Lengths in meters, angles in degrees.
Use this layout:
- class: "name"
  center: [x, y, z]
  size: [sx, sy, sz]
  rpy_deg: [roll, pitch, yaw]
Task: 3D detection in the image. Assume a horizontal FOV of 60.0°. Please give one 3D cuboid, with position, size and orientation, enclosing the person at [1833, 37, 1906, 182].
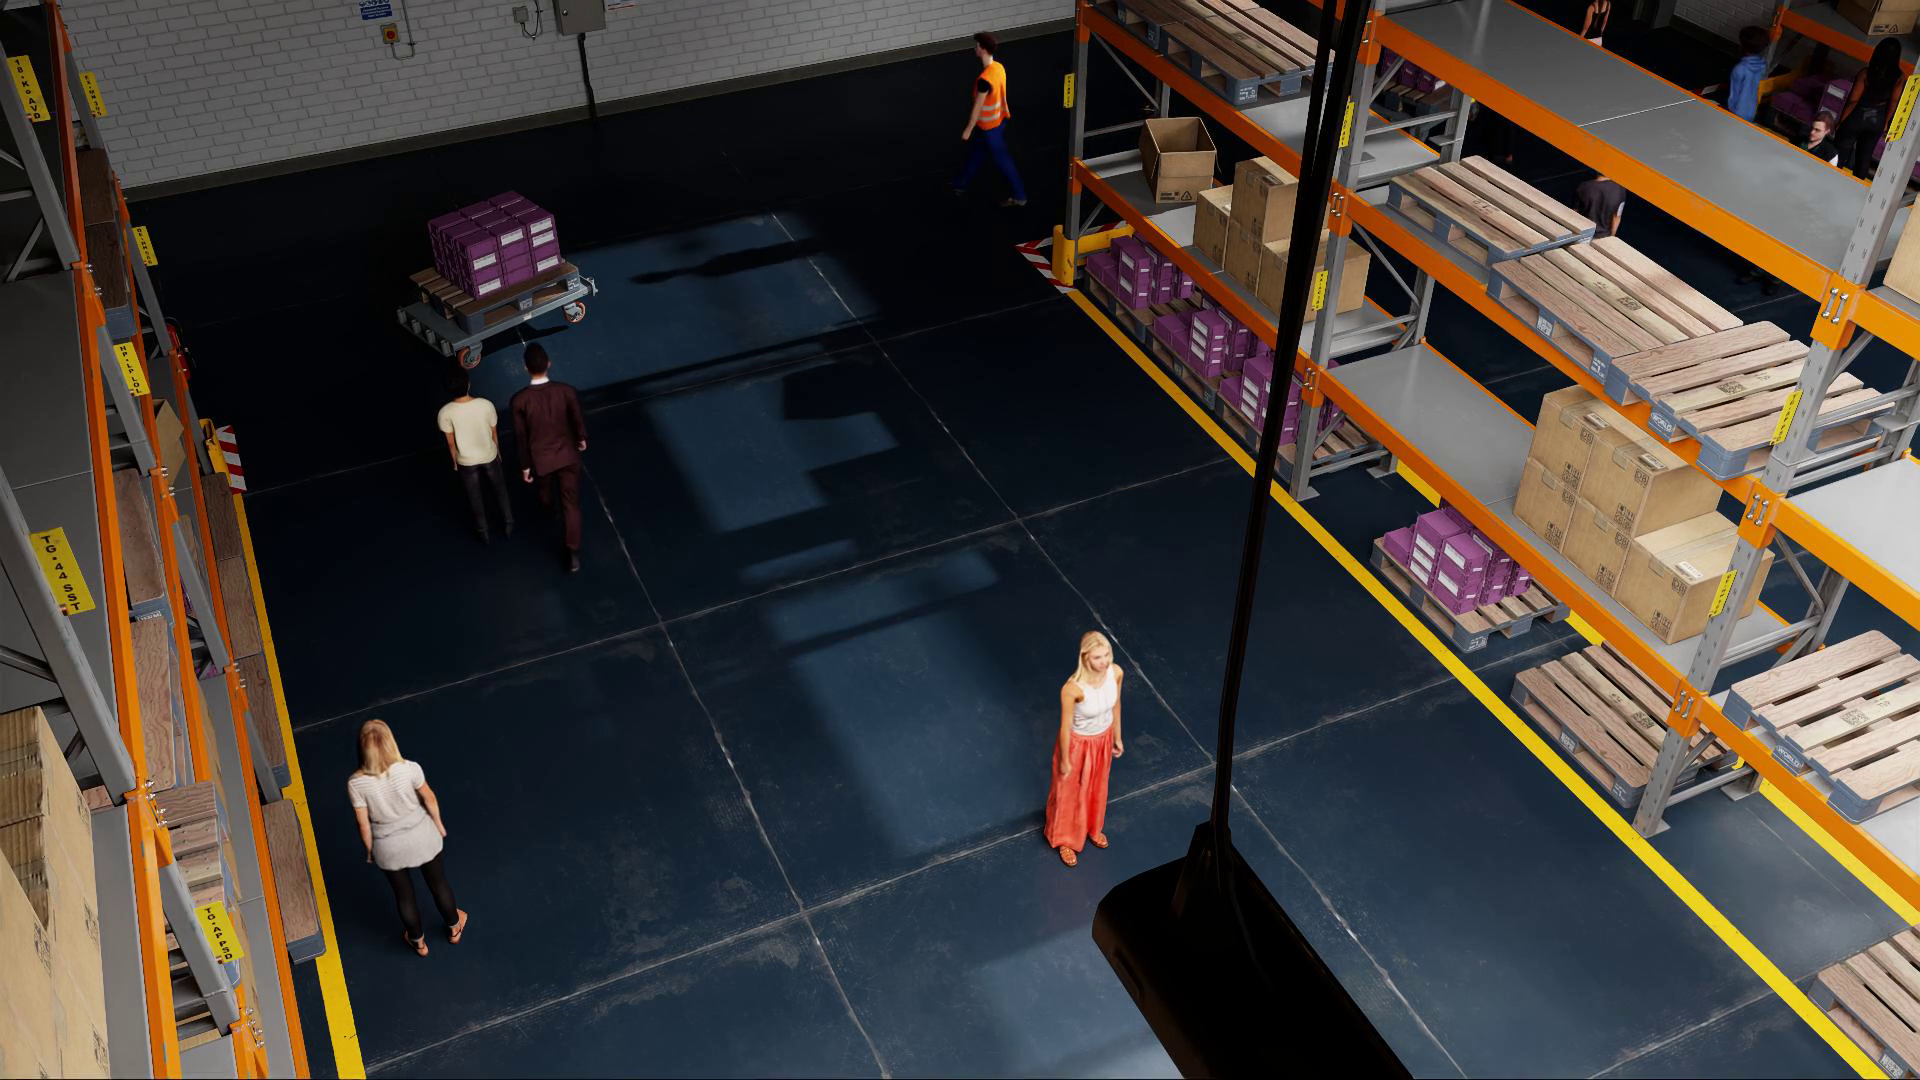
- class: "person"
  center: [9.370, -4.335, 17.255]
  size: [0.767, 1.816, 0.789]
  rpy_deg: [4, 39, 6]

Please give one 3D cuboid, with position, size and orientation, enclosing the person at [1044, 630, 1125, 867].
- class: "person"
  center: [0.777, 1.256, 10.266]
  size: [0.656, 1.802, 0.620]
  rpy_deg: [-22, 44, -25]

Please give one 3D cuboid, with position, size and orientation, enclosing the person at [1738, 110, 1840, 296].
- class: "person"
  center: [7.939, -3.231, 15.855]
  size: [0.765, 1.839, 0.625]
  rpy_deg: [-29, 47, -31]

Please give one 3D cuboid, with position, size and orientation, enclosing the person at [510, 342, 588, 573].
- class: "person"
  center: [-3.052, -0.575, 12.548]
  size: [0.779, 1.815, 1.196]
  rpy_deg: [-12, 40, -15]

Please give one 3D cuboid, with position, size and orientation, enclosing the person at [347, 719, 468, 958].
- class: "person"
  center: [-3.219, 1.739, 9.642]
  size: [0.608, 1.826, 0.506]
  rpy_deg: [-16, 41, -19]

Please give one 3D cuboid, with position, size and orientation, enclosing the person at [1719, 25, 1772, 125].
- class: "person"
  center: [8.215, -4.459, 17.446]
  size: [0.692, 1.773, 1.143]
  rpy_deg: [-15, 41, -18]

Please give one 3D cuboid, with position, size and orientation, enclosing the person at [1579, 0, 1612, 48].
- class: "person"
  center: [7.261, -5.716, 19.187]
  size: [0.528, 1.565, 0.501]
  rpy_deg: [-17, 42, -20]

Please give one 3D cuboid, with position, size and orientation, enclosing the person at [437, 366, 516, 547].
- class: "person"
  center: [-3.721, -0.639, 12.809]
  size: [0.594, 1.589, 0.473]
  rpy_deg: [-15, 41, -18]

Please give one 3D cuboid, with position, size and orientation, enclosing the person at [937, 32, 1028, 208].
- class: "person"
  center: [0.410, -4.255, 17.145]
  size: [1.159, 1.828, 1.228]
  rpy_deg: [5, 39, 7]
